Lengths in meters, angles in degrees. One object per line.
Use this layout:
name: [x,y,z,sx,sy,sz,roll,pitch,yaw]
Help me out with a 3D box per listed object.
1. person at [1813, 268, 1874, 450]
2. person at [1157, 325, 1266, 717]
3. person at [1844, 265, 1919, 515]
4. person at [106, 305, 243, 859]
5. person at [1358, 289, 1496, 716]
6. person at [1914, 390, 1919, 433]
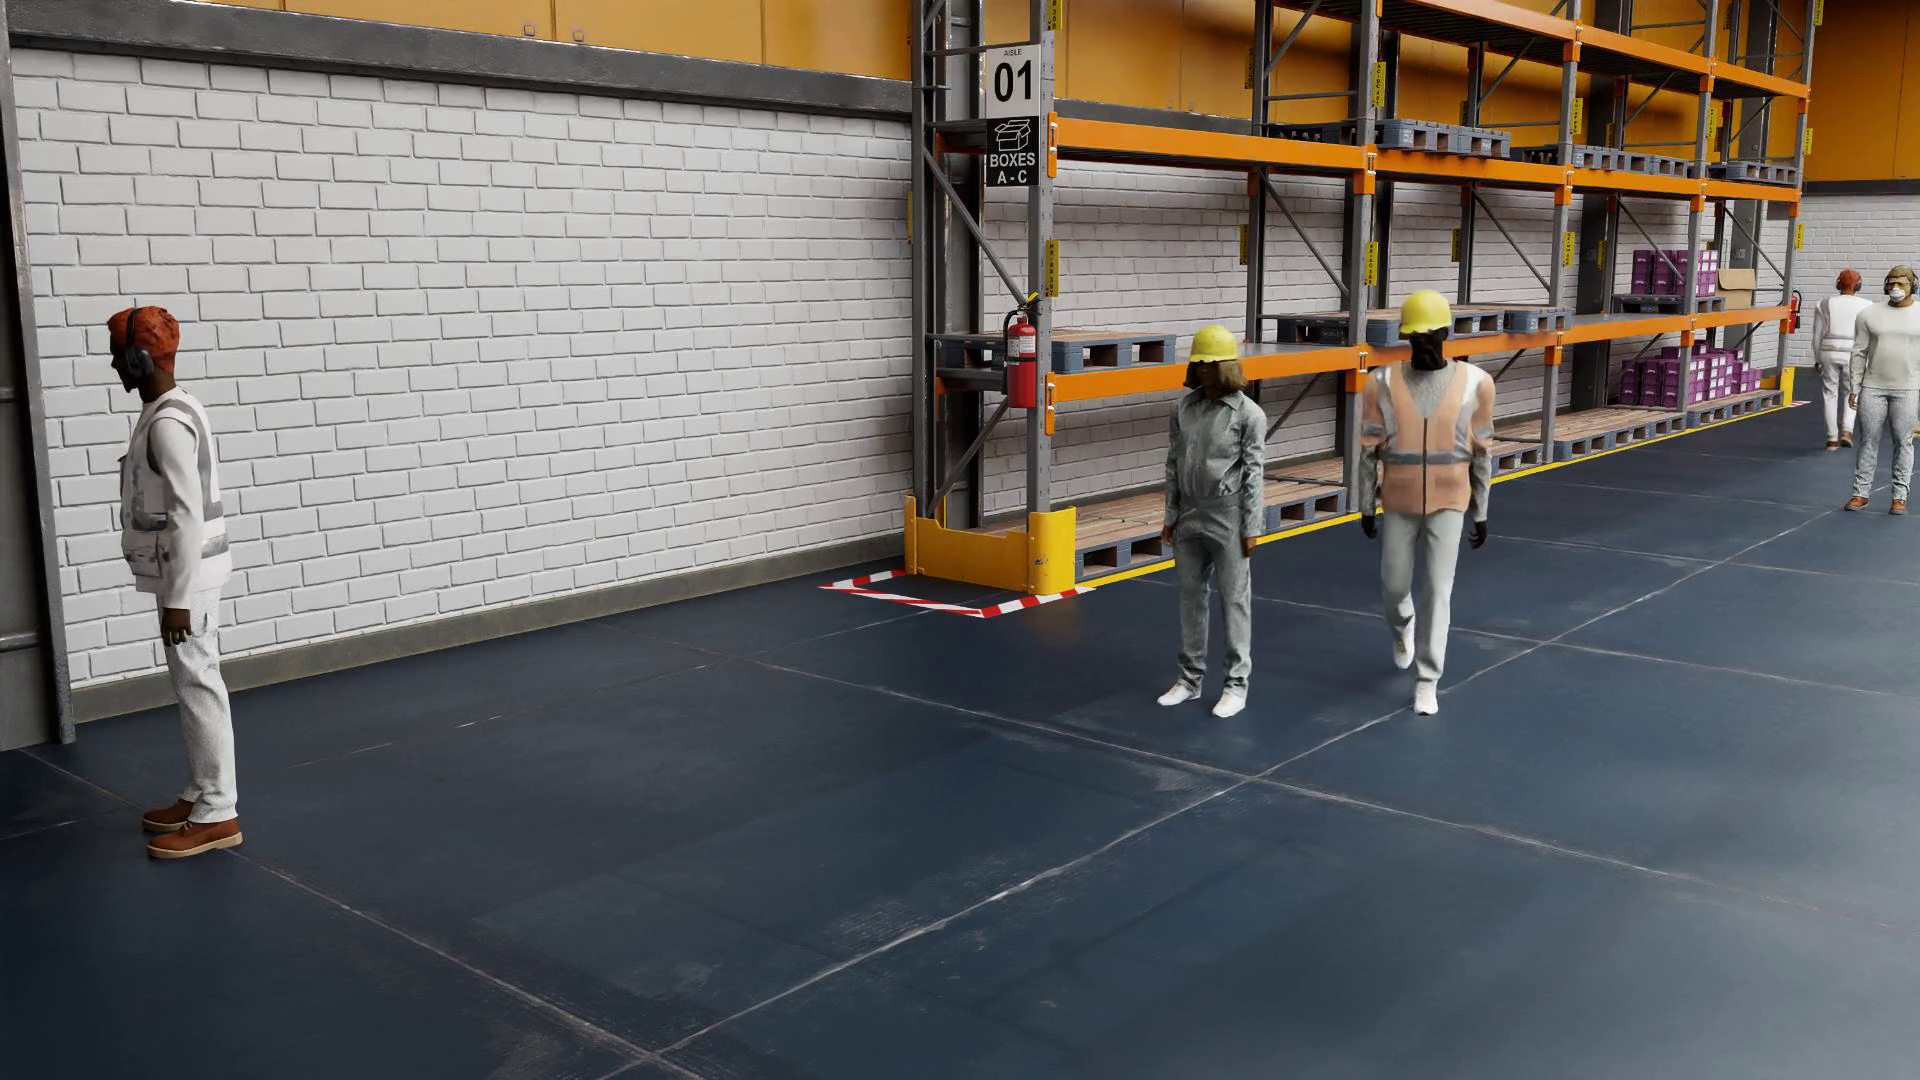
person: [9.079,-1.854,17.142,0.571,1.867,0.461,6,12,30]
person: [1.114,-0.080,7.407,0.487,1.741,0.314,9,13,42]
person: [7.298,-1.169,13.032,0.630,1.940,0.372,8,13,38]
person: [-2.694,0.143,5.714,0.360,1.884,0.574,-5,11,-24]
person: [2.127,-0.199,7.629,0.586,1.902,0.732,3,10,17]
person: [10.806,-1.988,18.453,0.542,1.673,0.706,2,10,10]
